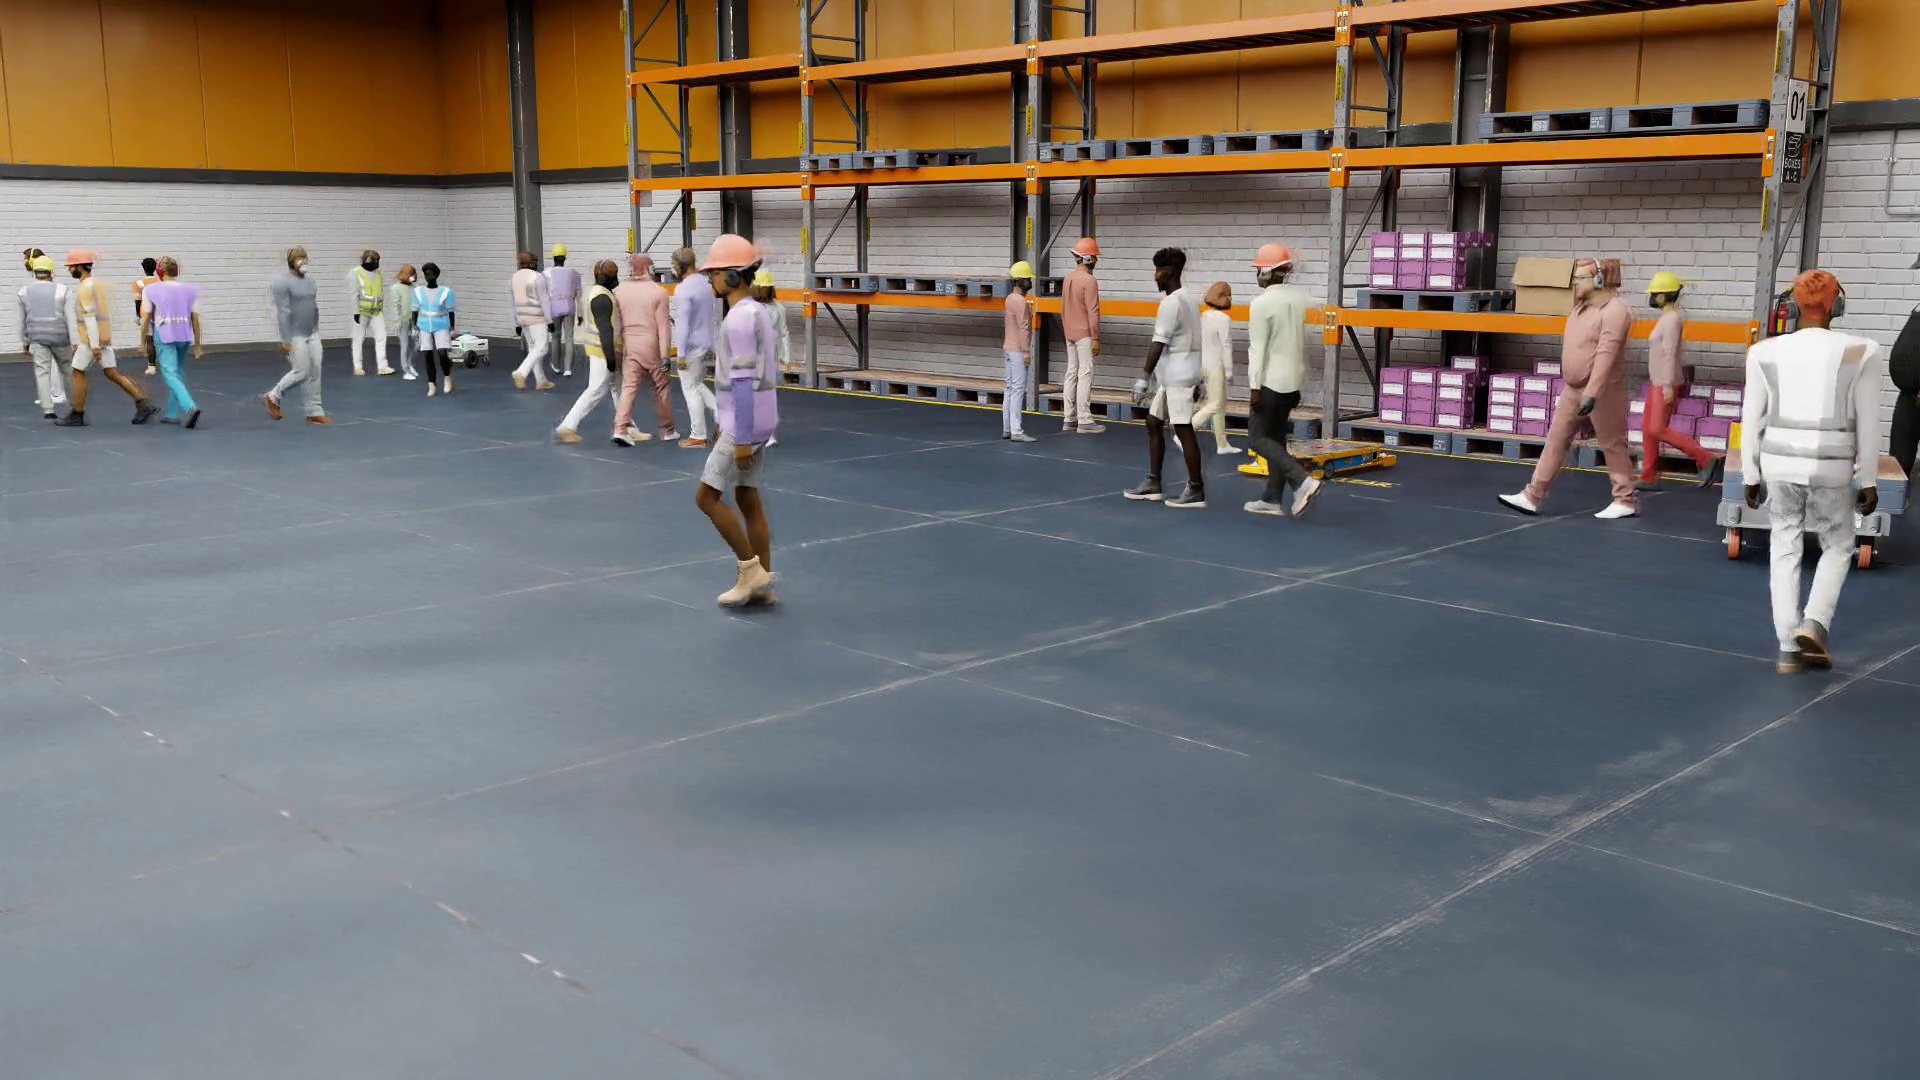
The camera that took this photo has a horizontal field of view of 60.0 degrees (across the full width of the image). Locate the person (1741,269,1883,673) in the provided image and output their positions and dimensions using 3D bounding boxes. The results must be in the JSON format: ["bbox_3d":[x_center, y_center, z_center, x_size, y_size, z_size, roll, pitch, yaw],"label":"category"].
[{"bbox_3d":[3.884,-0.298,7.634,0.600,1.870,0.457,8,13,36],"label":"person"}]

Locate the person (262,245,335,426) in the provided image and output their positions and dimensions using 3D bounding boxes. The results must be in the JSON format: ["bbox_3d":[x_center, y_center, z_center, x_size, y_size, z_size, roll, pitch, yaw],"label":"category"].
[{"bbox_3d":[-7.049,-2.145,17.579,0.612,1.917,0.670,3,11,16],"label":"person"}]

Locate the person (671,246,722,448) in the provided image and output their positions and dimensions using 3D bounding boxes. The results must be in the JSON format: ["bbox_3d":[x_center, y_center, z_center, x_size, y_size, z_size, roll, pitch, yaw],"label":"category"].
[{"bbox_3d":[-2.491,-1.806,15.726,0.484,1.917,0.651,2,11,13],"label":"person"}]

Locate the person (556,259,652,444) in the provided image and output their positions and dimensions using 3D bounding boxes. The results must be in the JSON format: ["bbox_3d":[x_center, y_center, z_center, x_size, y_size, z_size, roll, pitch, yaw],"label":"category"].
[{"bbox_3d":[-3.506,-1.821,16.159,0.896,1.799,0.636,-2,11,-11],"label":"person"}]

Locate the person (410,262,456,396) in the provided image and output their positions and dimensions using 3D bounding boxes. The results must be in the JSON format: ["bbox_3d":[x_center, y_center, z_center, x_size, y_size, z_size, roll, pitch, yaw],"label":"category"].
[{"bbox_3d":[-6.624,-2.638,20.923,0.540,1.685,0.370,0,10,-2],"label":"person"}]

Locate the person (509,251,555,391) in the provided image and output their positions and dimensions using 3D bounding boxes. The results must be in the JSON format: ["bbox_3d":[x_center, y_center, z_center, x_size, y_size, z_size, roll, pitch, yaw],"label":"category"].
[{"bbox_3d":[-5.592,-2.848,21.671,0.643,1.821,0.772,9,13,39],"label":"person"}]

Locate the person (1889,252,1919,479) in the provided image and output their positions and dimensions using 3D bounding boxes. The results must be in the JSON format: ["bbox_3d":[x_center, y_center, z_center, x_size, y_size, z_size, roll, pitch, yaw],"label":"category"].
[{"bbox_3d":[7.191,-1.203,12.104,0.905,2.000,0.681,2,11,13],"label":"person"}]

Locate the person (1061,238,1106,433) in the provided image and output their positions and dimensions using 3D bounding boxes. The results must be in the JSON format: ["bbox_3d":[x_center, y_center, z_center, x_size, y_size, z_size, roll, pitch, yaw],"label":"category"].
[{"bbox_3d":[1.272,-2.102,17.132,0.386,1.992,0.625,-5,11,-25],"label":"person"}]

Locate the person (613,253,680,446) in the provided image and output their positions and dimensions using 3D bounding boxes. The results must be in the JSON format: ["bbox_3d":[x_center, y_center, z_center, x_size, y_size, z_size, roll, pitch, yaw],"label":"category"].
[{"bbox_3d":[-3.066,-1.840,16.104,0.656,1.859,0.987,3,11,18],"label":"person"}]

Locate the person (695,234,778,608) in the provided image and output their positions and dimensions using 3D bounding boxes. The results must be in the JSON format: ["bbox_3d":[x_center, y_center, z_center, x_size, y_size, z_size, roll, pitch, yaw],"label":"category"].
[{"bbox_3d":[-1.200,-0.612,8.927,0.468,2.022,0.632,0,10,2],"label":"person"}]

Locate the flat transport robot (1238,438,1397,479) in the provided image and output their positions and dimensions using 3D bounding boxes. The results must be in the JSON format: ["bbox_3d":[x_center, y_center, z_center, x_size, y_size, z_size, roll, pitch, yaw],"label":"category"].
[{"bbox_3d":[3.070,-0.706,14.224,1.431,0.197,0.652,-10,14,-44],"label":"flat transport robot"}]

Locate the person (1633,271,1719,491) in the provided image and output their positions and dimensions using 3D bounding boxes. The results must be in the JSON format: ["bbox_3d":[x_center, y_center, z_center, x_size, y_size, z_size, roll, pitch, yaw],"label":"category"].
[{"bbox_3d":[5.580,-1.223,13.006,0.625,1.744,0.530,4,11,19],"label":"person"}]

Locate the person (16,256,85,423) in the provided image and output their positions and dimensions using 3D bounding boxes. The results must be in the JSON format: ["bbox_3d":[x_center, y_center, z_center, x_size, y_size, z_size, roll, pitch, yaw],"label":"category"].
[{"bbox_3d":[-9.961,-2.205,18.243,0.627,1.784,0.905,-3,11,-14],"label":"person"}]

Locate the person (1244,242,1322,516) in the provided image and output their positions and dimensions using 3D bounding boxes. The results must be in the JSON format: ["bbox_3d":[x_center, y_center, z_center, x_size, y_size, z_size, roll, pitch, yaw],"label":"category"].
[{"bbox_3d":[2.310,-1.119,11.845,0.623,1.977,0.637,-10,14,-43],"label":"person"}]

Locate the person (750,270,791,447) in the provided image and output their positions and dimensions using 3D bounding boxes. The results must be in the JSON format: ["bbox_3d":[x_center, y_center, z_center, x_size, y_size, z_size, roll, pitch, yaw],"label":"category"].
[{"bbox_3d":[-1.913,-1.771,16.163,0.499,1.692,0.953,-4,11,-22],"label":"person"}]

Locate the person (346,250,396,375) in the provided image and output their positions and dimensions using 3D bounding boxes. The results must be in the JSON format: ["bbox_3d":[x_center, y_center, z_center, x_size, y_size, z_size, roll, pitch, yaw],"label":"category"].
[{"bbox_3d":[-8.523,-3.268,24.043,0.797,1.802,0.671,8,13,36],"label":"person"}]

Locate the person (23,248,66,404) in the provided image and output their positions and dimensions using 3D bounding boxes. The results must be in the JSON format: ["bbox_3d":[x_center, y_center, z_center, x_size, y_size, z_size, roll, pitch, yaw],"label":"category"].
[{"bbox_3d":[-11.059,-2.576,20.063,0.309,1.868,0.535,-3,11,-15],"label":"person"}]

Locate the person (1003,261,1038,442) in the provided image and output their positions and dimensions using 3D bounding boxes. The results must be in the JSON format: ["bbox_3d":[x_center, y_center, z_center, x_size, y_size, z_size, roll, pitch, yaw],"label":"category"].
[{"bbox_3d":[0.593,-1.846,16.363,0.311,1.768,0.533,-3,11,-15],"label":"person"}]

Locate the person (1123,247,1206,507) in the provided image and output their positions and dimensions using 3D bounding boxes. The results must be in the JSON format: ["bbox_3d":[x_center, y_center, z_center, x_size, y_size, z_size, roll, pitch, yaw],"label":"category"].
[{"bbox_3d":[1.510,-1.206,12.431,0.804,1.928,0.633,3,11,15],"label":"person"}]

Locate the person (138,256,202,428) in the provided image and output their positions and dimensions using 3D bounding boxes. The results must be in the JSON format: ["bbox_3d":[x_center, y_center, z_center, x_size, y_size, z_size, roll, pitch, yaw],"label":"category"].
[{"bbox_3d":[-8.319,-2.099,17.627,0.887,1.816,0.587,7,13,34],"label":"person"}]

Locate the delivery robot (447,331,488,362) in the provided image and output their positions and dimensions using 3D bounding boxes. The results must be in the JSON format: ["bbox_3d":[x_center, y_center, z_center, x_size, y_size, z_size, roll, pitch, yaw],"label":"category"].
[{"bbox_3d":[-7.577,-2.978,25.580,0.477,0.478,0.707,3,11,17],"label":"delivery robot"}]

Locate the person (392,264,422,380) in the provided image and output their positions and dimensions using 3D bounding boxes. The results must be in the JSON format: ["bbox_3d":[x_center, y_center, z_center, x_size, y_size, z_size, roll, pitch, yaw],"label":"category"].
[{"bbox_3d":[-7.734,-3.055,23.358,0.341,1.619,0.499,7,13,35],"label":"person"}]

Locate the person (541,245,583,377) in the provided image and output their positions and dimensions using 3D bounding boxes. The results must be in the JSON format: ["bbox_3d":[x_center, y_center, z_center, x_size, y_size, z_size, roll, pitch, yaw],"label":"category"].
[{"bbox_3d":[-5.744,-3.299,23.974,0.610,1.872,1.008,-4,11,-20],"label":"person"}]

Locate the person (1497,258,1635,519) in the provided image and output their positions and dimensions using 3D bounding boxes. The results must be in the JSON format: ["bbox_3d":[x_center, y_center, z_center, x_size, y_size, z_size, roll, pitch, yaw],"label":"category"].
[{"bbox_3d":[4.407,-1.058,11.821,0.988,1.857,0.643,-2,11,-13],"label":"person"}]

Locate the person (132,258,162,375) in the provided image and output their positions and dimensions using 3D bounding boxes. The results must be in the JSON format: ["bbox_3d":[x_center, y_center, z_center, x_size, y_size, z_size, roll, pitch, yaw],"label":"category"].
[{"bbox_3d":[-11.754,-3.259,24.251,0.536,1.696,0.321,-10,14,-42],"label":"person"}]

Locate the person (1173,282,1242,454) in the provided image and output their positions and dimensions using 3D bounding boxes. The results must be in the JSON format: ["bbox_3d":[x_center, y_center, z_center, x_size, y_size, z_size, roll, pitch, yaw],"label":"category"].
[{"bbox_3d":[2.280,-1.559,15.215,0.704,1.603,0.508,-3,11,-17],"label":"person"}]

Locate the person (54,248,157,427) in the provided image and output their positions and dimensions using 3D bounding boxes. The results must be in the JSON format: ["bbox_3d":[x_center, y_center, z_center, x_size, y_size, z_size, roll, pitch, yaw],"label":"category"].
[{"bbox_3d":[-9.128,-2.151,17.674,0.956,1.905,0.549,-1,10,-7],"label":"person"}]
